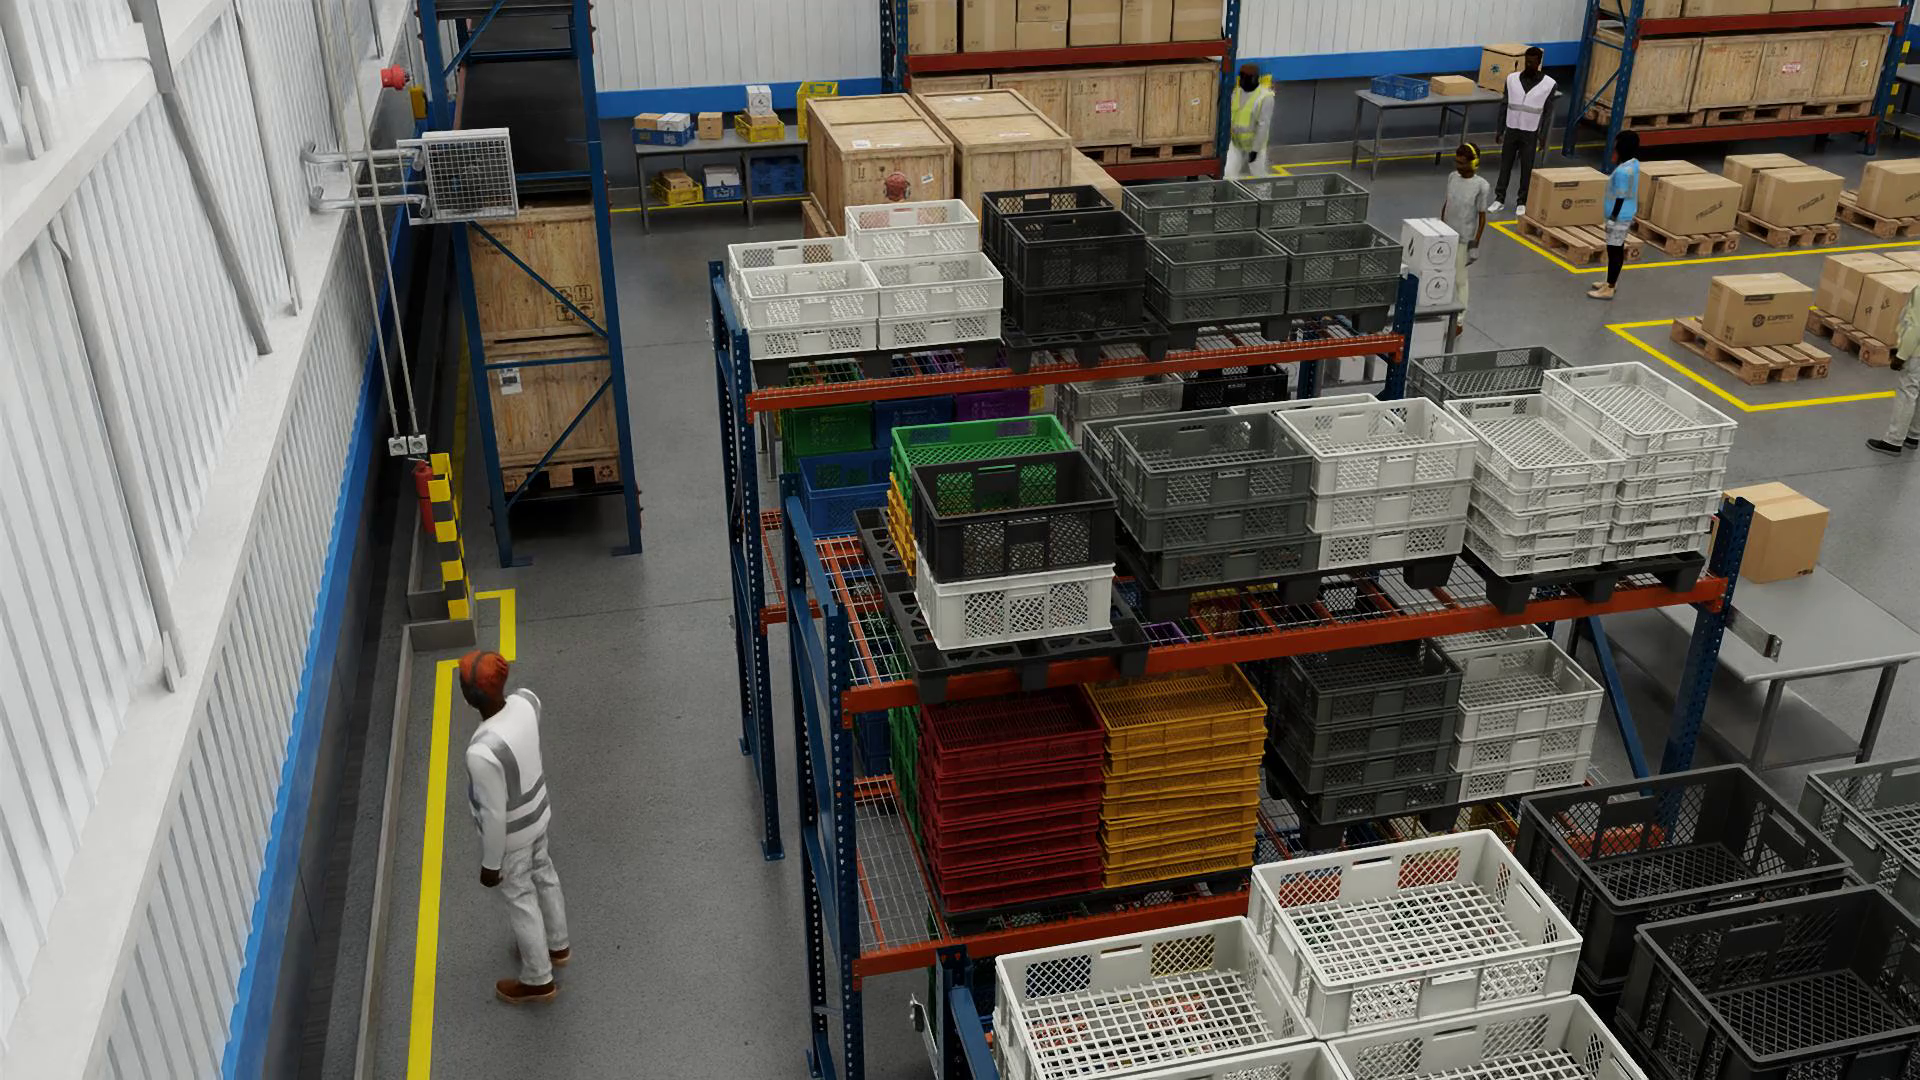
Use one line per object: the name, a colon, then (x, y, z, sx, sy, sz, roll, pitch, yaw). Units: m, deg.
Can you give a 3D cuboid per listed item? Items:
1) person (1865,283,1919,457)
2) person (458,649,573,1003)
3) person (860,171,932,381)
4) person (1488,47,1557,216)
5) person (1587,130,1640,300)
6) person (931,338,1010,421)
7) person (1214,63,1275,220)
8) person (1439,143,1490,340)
person: (7.692, -1.555, 13.318, 0.591, 1.820, 0.404, -15, 31, -26)
person: (-2.088, 1.334, 7.769, 0.337, 1.882, 0.584, 4, 28, 8)
person: (-0.545, -2.294, 14.643, 0.644, 1.899, 0.396, 1, 28, 1)
person: (6.504, -4.732, 19.241, 0.595, 1.918, 0.386, 15, 31, 27)
person: (6.595, -3.255, 16.676, 0.322, 1.692, 0.534, 16, 32, 27)
person: (0.099, -0.972, 12.085, 0.636, 1.939, 0.364, 13, 30, 23)
person: (3.191, -4.469, 18.861, 0.937, 1.792, 0.628, -22, 35, -35)
person: (4.680, -2.815, 15.663, 0.328, 1.865, 0.518, -17, 32, -29)
